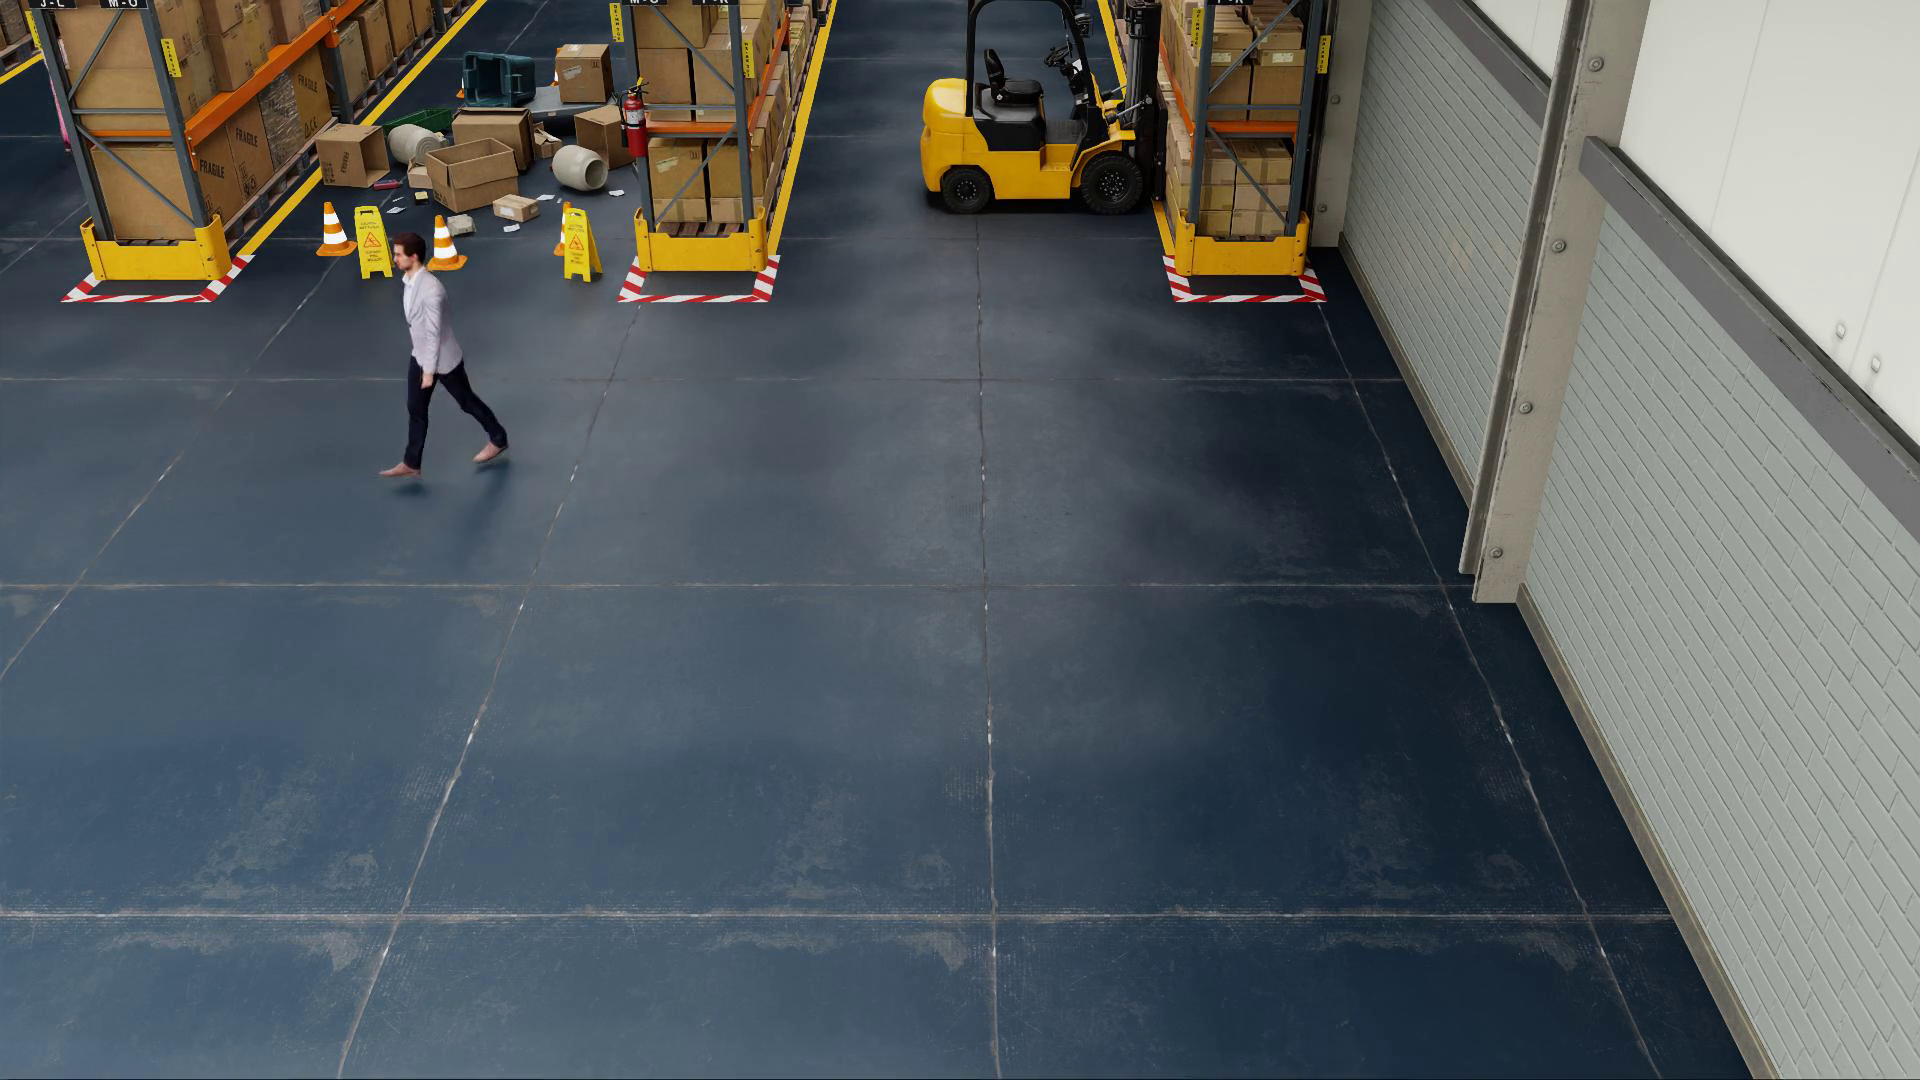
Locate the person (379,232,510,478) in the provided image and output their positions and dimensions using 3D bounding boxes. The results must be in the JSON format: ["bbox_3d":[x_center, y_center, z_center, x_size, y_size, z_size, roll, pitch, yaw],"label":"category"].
[{"bbox_3d":[-3.616,-1.304,11.782,1.215,1.803,1.205,-24,39,-33],"label":"person"}]
